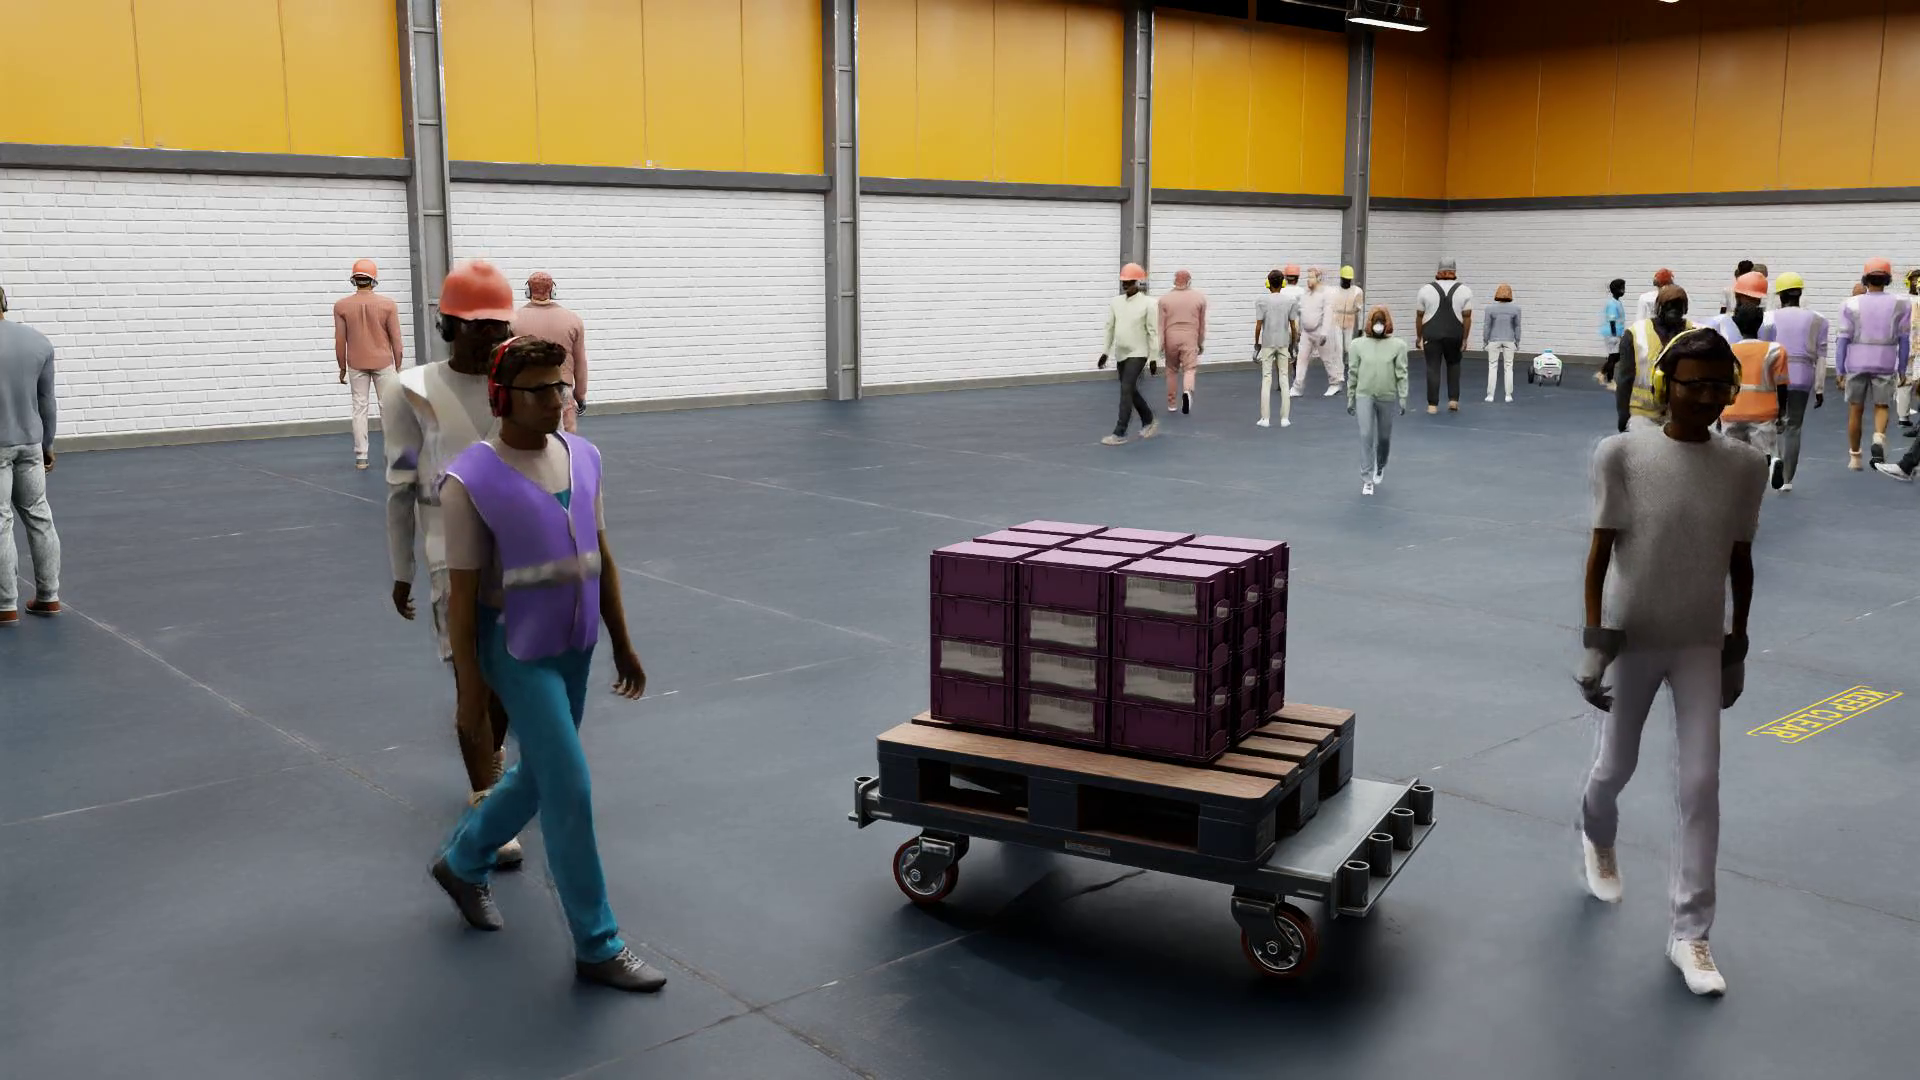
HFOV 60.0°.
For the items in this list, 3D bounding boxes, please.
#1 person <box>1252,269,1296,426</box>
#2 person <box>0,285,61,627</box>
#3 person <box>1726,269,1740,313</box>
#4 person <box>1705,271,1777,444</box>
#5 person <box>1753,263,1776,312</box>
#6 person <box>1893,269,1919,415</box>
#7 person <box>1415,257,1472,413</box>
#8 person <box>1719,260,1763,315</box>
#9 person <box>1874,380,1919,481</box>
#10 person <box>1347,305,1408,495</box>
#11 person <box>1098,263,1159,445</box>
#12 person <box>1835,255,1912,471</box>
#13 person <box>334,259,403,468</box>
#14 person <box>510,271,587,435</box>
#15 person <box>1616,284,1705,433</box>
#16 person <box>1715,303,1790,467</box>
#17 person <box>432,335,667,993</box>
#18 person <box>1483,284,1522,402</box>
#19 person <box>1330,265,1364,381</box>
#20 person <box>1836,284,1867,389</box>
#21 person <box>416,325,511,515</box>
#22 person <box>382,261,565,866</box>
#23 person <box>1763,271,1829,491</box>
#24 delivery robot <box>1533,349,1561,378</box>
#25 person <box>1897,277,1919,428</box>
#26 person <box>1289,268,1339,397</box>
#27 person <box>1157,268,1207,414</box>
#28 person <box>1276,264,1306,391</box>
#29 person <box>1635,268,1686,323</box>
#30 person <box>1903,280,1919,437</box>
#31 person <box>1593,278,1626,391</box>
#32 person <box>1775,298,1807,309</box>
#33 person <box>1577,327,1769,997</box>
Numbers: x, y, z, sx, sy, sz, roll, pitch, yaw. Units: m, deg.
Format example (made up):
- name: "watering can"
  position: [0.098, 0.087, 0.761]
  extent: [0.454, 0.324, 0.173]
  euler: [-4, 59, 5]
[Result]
- name: "person"
  position: [3.738, -2.273, 19.781]
  extent: [0.521, 1.861, 0.328]
  euler: [0, 10, 2]
- name: "person"
  position: [-5.252, -0.489, 9.117]
  extent: [0.373, 1.935, 0.628]
  euler: [5, 11, 27]
- name: "person"
  position: [12.627, -3.497, 26.984]
  extent: [0.341, 1.846, 0.509]
  euler: [-3, 10, -19]
- name: "person"
  position: [6.031, -1.133, 12.970]
  extent: [0.552, 1.909, 0.620]
  euler: [1, 10, 5]
- name: "person"
  position: [12.462, -3.390, 26.178]
  extent: [0.555, 1.912, 0.633]
  euler: [-7, 12, -34]
- name: "person"
  position: [12.188, -2.537, 21.323]
  extent: [0.564, 1.856, 0.420]
  euler: [-3, 10, -14]
- name: "person"
  position: [6.255, -2.673, 21.588]
  extent: [0.690, 2.000, 0.700]
  euler: [2, 10, 12]
- name: "person"
  position: [11.884, -3.275, 25.331]
  extent: [0.609, 1.965, 0.369]
  euler: [8, 12, 38]
- name: "person"
  position: [8.737, -1.413, 14.752]
  extent: [0.989, 1.849, 0.610]
  euler: [4, 10, 20]
- name: "person"
  position: [3.593, -1.220, 14.350]
  extent: [0.504, 1.612, 0.704]
  euler: [2, 10, 11]
- name: "person"
  position: [1.906, -2.033, 18.117]
  extent: [0.979, 1.962, 0.624]
  euler: [-9, 13, -42]
- name: "person"
  position: [8.479, -1.624, 15.482]
  extent: [0.621, 2.031, 0.668]
  euler: [4, 11, 24]
- name: "person"
  position: [-5.630, -1.676, 15.880]
  extent: [0.611, 1.996, 0.379]
  euler: [-2, 10, -12]
- name: "person"
  position: [-3.234, -1.132, 12.961]
  extent: [0.651, 1.906, 0.401]
  euler: [-4, 11, -24]
- name: "person"
  position: [5.015, -0.911, 11.901]
  extent: [0.638, 1.823, 0.440]
  euler: [2, 10, 14]
- name: "person"
  position: [5.828, -0.914, 12.335]
  extent: [0.545, 1.679, 0.625]
  euler: [8, 12, 37]
- name: "person"
  position: [-1.228, 0.324, 4.700]
  extent: [0.895, 1.816, 0.567]
  euler: [4, 11, 23]
- name: "person"
  position: [7.538, -2.736, 23.149]
  extent: [0.507, 1.633, 0.278]
  euler: [2, 10, 12]
- name: "person"
  position: [6.262, -3.540, 27.158]
  extent: [0.596, 1.885, 0.754]
  euler: [1, 10, 4]
- name: "person"
  position: [13.436, -3.029, 24.949]
  extent: [0.545, 1.599, 0.809]
  euler: [5, 11, 25]
- name: "person"
  position: [-1.982, -0.069, 7.027]
  extent: [0.596, 1.815, 0.539]
  euler: [-3, 10, -20]
- name: "person"
  position: [-1.626, 0.055, 5.749]
  extent: [0.630, 2.006, 0.869]
  euler: [-6, 11, -30]
- name: "person"
  position: [7.060, -1.333, 14.176]
  extent: [0.608, 1.903, 0.639]
  euler: [3, 10, 19]
- name: "delivery robot"
  position: [9.239, -2.758, 26.156]
  extent: [0.477, 0.478, 0.707]
  euler: [2, 10, 12]
- name: "person"
  position: [11.271, -2.207, 19.458]
  extent: [0.404, 1.837, 0.587]
  euler: [-6, 11, -31]
- name: "person"
  position: [5.141, -2.982, 23.953]
  extent: [0.988, 1.860, 0.655]
  euler: [-7, 12, -35]
- name: "person"
  position: [2.843, -2.551, 21.371]
  extent: [0.637, 1.874, 0.834]
  euler: [1, 10, 6]
- name: "person"
  position: [5.033, -3.233, 25.308]
  extent: [0.547, 1.882, 0.992]
  euler: [4, 11, 24]
- name: "person"
  position: [8.808, -2.490, 21.020]
  extent: [0.589, 1.870, 0.518]
  euler: [1, 10, 6]
- name: "person"
  position: [10.767, -2.091, 18.516]
  extent: [0.394, 1.922, 0.553]
  euler: [-1, 10, -8]
- name: "person"
  position: [9.781, -3.066, 24.907]
  extent: [0.381, 1.685, 0.555]
  euler: [5, 11, 27]
- name: "person"
  position: [13.138, -3.282, 26.345]
  extent: [0.498, 1.633, 0.284]
  euler: [9, 13, 41]
- name: "person"
  position: [2.051, 0.289, 4.874]
  extent: [0.521, 1.835, 0.882]
  euler: [2, 10, 9]
